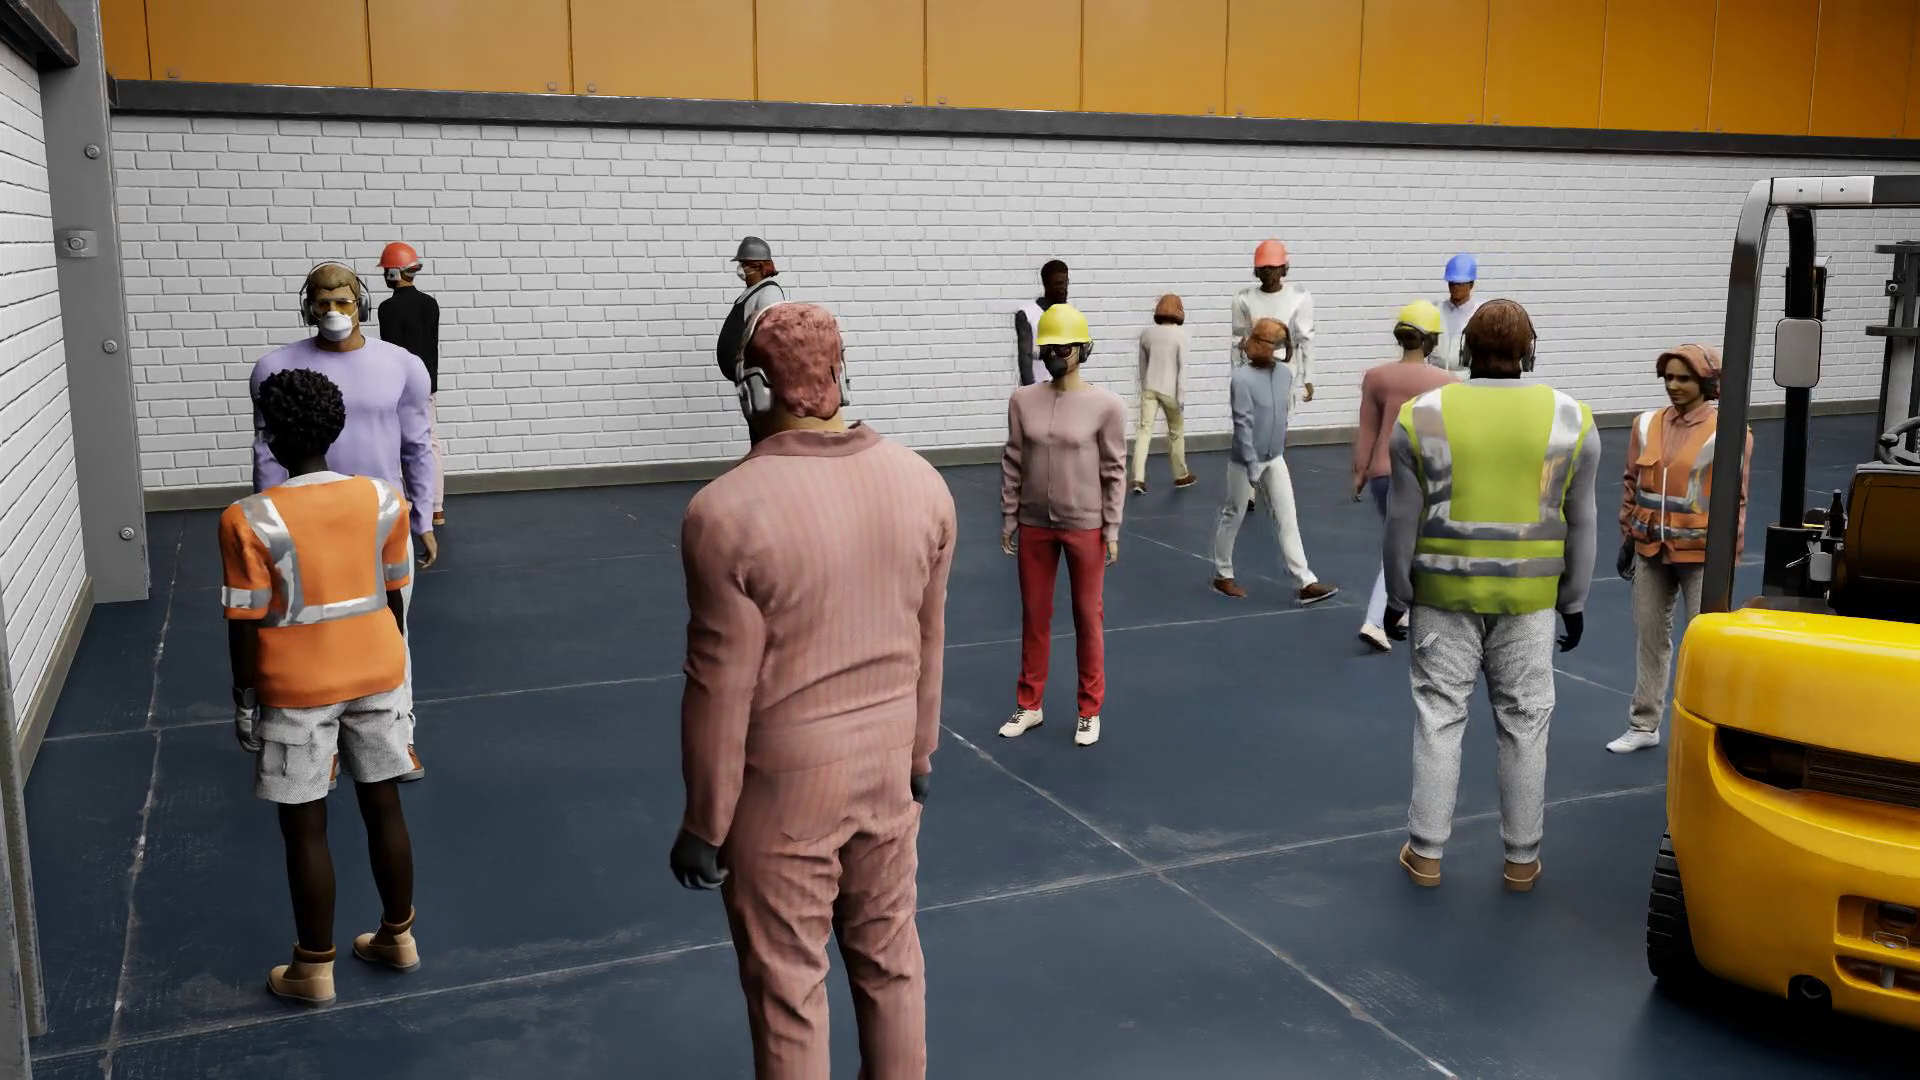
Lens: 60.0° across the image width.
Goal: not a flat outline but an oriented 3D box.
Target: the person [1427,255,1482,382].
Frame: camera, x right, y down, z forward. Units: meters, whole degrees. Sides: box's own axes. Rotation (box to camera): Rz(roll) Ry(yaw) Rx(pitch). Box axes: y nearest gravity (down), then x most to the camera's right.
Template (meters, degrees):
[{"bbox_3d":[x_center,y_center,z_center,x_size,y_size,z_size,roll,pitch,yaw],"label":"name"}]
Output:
[{"bbox_3d":[3.365,-0.996,11.481,0.634,1.901,0.964,7,13,36],"label":"person"}]

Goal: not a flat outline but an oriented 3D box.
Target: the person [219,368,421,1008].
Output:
[{"bbox_3d":[-1.690,0.390,4.431,0.321,1.690,0.530,9,14,40],"label":"person"}]

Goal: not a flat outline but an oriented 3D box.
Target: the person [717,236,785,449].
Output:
[{"bbox_3d":[-1.607,-1.317,12.858,0.537,2.000,0.680,-3,11,-18],"label":"person"}]

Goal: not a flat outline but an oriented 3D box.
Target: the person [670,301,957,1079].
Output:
[{"bbox_3d":[-0.312,0.479,3.355,0.639,1.902,0.407,-10,14,-43],"label":"person"}]

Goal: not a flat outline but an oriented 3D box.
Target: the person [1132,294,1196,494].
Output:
[{"bbox_3d":[1.607,-1.166,13.271,0.520,1.583,0.883,7,13,35],"label":"person"}]

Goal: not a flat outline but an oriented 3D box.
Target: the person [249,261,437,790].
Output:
[{"bbox_3d":[-2.250,-0.046,6.135,0.635,1.938,0.361,-4,11,-23],"label":"person"}]

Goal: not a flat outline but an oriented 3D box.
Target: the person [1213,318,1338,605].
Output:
[{"bbox_3d":[1.698,-0.417,9.138,0.505,1.581,0.875,-7,12,-34],"label":"person"}]

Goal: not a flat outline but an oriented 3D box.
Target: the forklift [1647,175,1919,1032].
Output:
[{"bbox_3d":[2.810,0.094,4.662,1.214,2.155,2.313,7,12,34],"label":"forklift"}]

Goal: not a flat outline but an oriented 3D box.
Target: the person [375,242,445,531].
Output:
[{"bbox_3d":[-3.830,-1.059,11.558,0.376,1.997,0.612,3,11,14],"label":"person"}]

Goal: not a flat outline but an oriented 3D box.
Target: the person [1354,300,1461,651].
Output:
[{"bbox_3d":[2.217,-0.329,8.295,0.537,1.725,0.905,9,14,41],"label":"person"}]

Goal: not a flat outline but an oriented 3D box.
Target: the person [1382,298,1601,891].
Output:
[{"bbox_3d":[1.627,0.178,5.166,0.633,1.842,0.429,2,10,11],"label":"person"}]

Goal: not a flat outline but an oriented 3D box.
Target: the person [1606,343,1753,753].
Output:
[{"bbox_3d":[2.756,0.064,6.377,0.312,1.632,0.518,-6,12,-32],"label":"person"}]

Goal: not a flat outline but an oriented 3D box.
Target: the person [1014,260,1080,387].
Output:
[{"bbox_3d":[0.668,-1.066,11.956,0.610,1.859,1.031,-7,13,-35],"label":"person"}]

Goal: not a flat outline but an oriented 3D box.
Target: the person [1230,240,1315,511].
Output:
[{"bbox_3d":[2.311,-1.208,12.360,0.635,1.993,1.000,2,11,12],"label":"person"}]

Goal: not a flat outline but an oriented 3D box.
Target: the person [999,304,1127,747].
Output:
[{"bbox_3d":[0.404,-0.055,6.661,0.523,1.769,0.316,5,11,24],"label":"person"}]
